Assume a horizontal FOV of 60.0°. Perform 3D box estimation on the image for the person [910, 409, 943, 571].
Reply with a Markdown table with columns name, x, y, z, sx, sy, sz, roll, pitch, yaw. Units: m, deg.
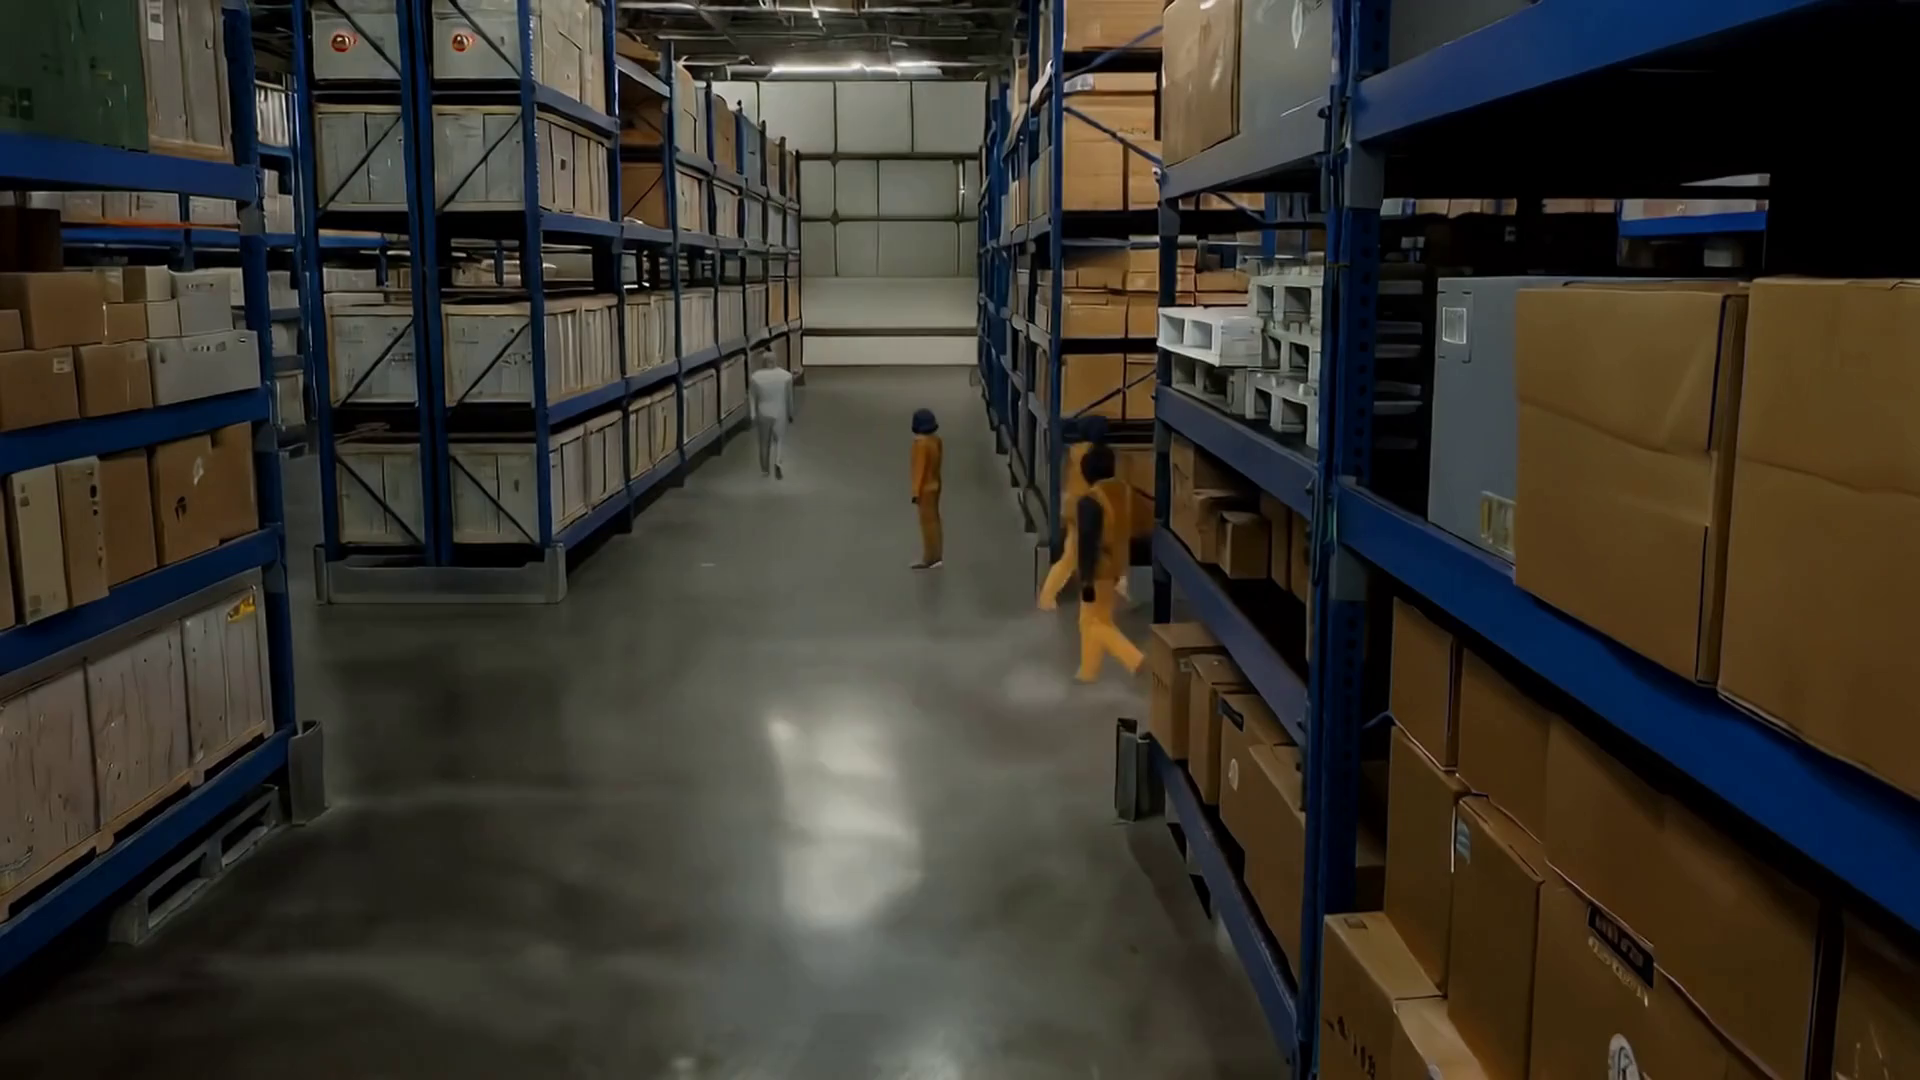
| name | x | y | z | sx | sy | sz | roll | pitch | yaw |
| --- | --- | --- | --- | --- | --- | --- | --- | --- | --- |
| person | -0.339 | -0.499 | 16.737 | 0.276 | 1.631 | 0.510 | 4 | 10 | 24 |

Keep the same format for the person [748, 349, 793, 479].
| name | x | y | z | sx | sy | sz | roll | pitch | yaw |
| --- | --- | --- | --- | --- | --- | --- | --- | --- | --- |
| person | -2.746 | -1.831 | 24.171 | 0.641 | 1.873 | 0.888 | -1 | 9 | -4 |

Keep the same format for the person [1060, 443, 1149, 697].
| name | x | y | z | sx | sy | sz | roll | pitch | yaw |
| --- | --- | --- | --- | --- | --- | --- | --- | --- | --- |
| person | 1.058 | 0.225 | 11.742 | 0.740 | 1.819 | 0.633 | 5 | 11 | 30 |

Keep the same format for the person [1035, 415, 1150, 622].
| name | x | y | z | sx | sy | sz | roll | pitch | yaw |
| --- | --- | --- | --- | --- | --- | --- | --- | --- | --- |
| person | 1.120 | -0.174 | 14.327 | 1.024 | 1.787 | 0.643 | -1 | 9 | -3 |
